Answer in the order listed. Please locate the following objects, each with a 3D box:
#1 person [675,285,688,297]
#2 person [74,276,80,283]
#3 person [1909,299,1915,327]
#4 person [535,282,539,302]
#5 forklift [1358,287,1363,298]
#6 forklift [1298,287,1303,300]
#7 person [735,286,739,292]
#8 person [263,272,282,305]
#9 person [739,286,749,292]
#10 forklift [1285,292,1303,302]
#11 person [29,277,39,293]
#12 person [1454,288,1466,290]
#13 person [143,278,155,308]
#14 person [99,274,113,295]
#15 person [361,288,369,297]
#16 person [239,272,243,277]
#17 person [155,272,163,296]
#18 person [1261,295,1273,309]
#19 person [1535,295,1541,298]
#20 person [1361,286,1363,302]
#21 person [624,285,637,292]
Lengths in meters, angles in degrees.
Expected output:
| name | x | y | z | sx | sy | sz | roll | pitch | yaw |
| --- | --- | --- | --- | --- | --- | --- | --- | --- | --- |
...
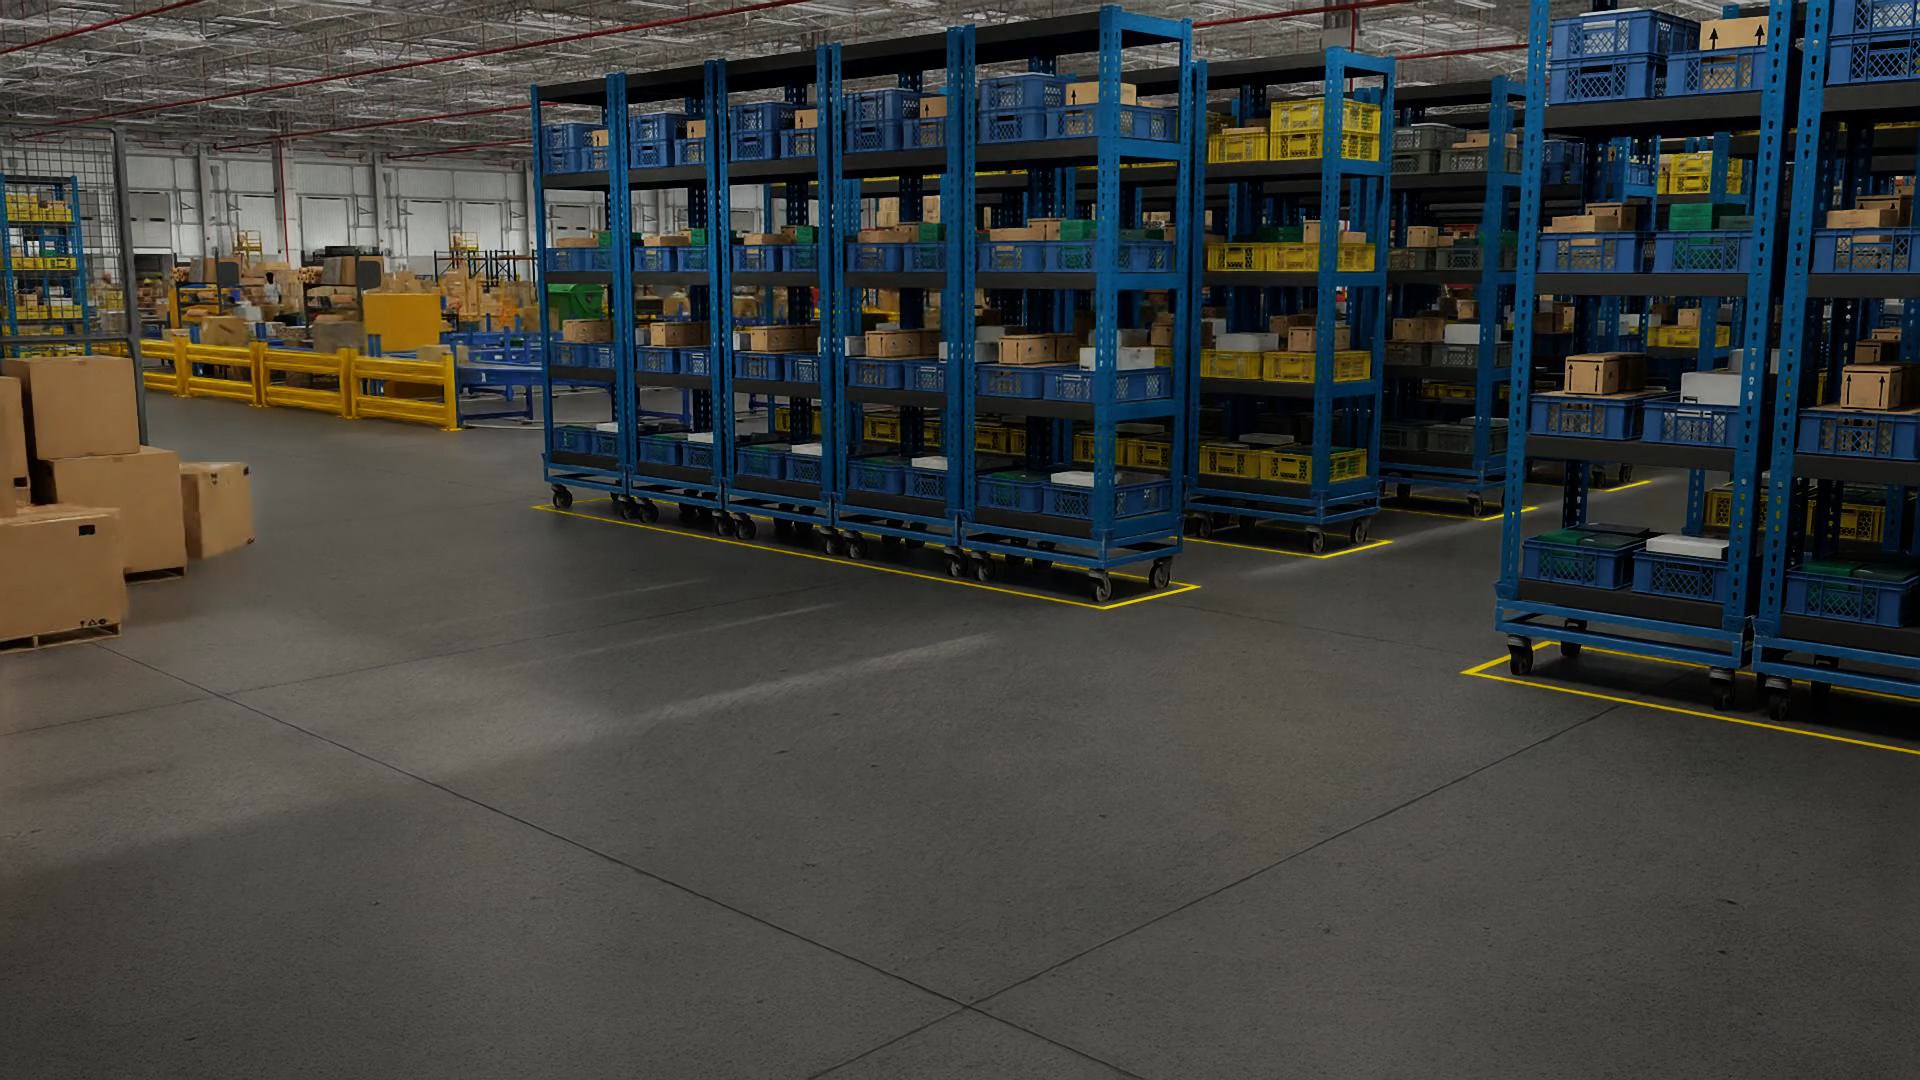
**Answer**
| name | x | y | z | sx | sy | sz | roll | pitch | yaw |
| --- | --- | --- | --- | --- | --- | --- | --- | --- | --- |
| person | -8.639 | -7.134 | 51.506 | 0.515 | 1.615 | 0.581 | -9 | 13 | -44 |
| person | -45.097 | -12.825 | 85.312 | 0.390 | 1.986 | 0.609 | 4 | 10 | 25 |
| person | 12.624 | -2.433 | 21.770 | 0.497 | 1.923 | 0.673 | -2 | 9 | -10 |
| person | -16.123 | -9.302 | 64.066 | 0.512 | 1.872 | 0.330 | 3 | 10 | 18 |
| forklift | 11.100 | -7.017 | 46.970 | 1.873 | 2.768 | 1.129 | 9 | 13 | 43 |
| forklift | 10.769 | -8.203 | 54.240 | 1.129 | 2.768 | 1.873 | 8 | 12 | 42 |
| person | -8.952 | -9.428 | 65.593 | 0.526 | 1.631 | 0.959 | 8 | 12 | 41 |
| person | -22.092 | -7.614 | 53.422 | 0.612 | 1.963 | 0.363 | 2 | 9 | 12 |
| person | -10.366 | -11.757 | 79.857 | 0.540 | 1.621 | 0.461 | -6 | 11 | -32 |
| forklift | 9.904 | -7.680 | 51.032 | 1.873 | 2.768 | 1.129 | 9 | 13 | 43 |
| person | -29.963 | -7.634 | 53.833 | 0.532 | 1.874 | 0.321 | 3 | 10 | 20 |
| person | 20.249 | -9.756 | 67.405 | 0.548 | 1.682 | 0.363 | 8 | 12 | 40 |
| person | -27.708 | -8.099 | 57.071 | 0.697 | 1.740 | 0.532 | -8 | 12 | -40 |
| person | -28.224 | -7.876 | 55.259 | 0.574 | 1.882 | 0.989 | 6 | 11 | 31 |
| person | -19.742 | -7.860 | 55.019 | 0.553 | 1.935 | 0.362 | 9 | 13 | 43 |
| person | -37.184 | -12.944 | 86.193 | 0.551 | 1.935 | 0.375 | 8 | 12 | 41 |
| person | -38.911 | -12.062 | 80.857 | 0.470 | 1.909 | 0.623 | -5 | 11 | -29 |
| person | 8.256 | -6.023 | 44.360 | 0.527 | 1.742 | 0.725 | -1 | 9 | -7 |
| person | 15.358 | -6.146 | 44.889 | 0.585 | 1.821 | 0.409 | -1 | 9 | -9 |
| person | 10.957 | -6.180 | 45.507 | 0.722 | 1.673 | 0.550 | 4 | 10 | 21 |
| person | -14.733 | -11.033 | 74.159 | 0.536 | 2.000 | 0.713 | 8 | 12 | 41 |
